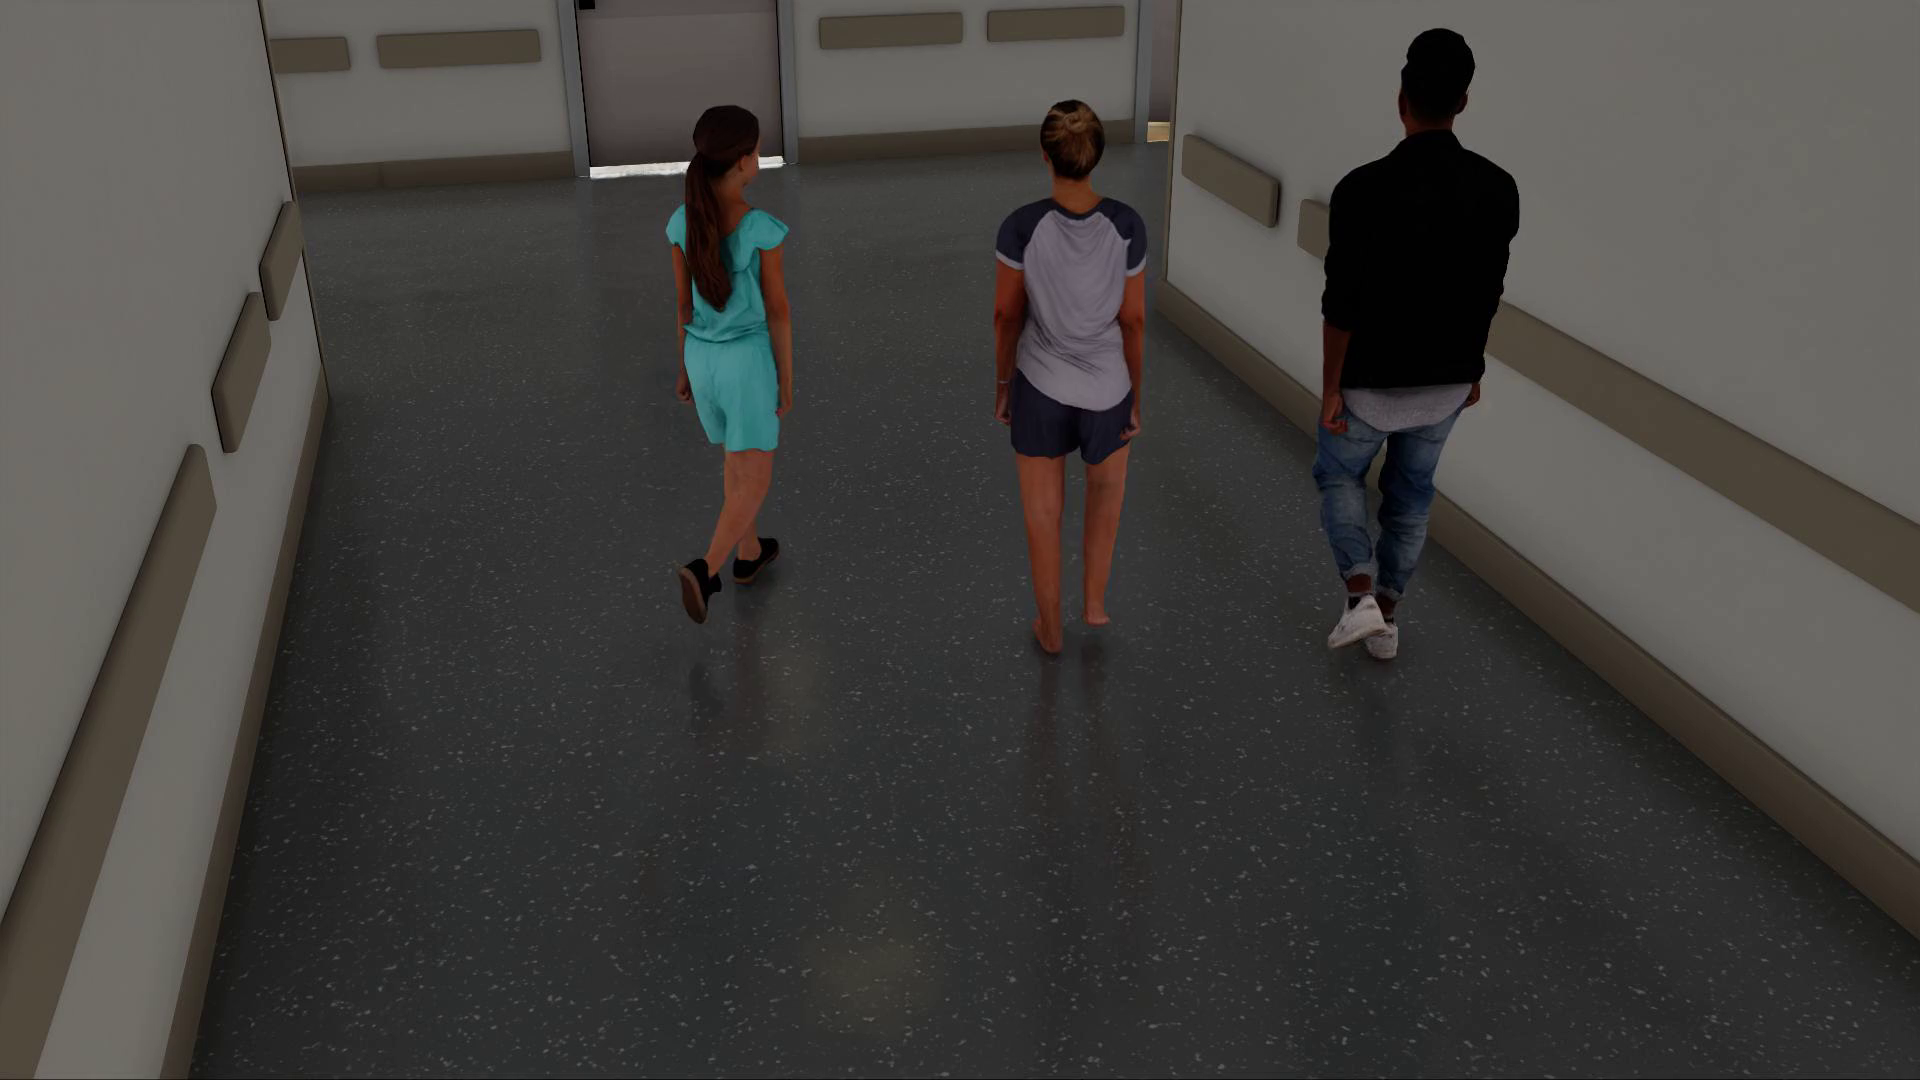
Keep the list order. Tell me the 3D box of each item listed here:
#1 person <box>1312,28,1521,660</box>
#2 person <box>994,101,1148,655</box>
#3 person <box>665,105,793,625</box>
[{"bbox_3d":[1.244,-0.447,4.573,0.742,1.797,0.833,-1,26,-3],"label":"person"},{"bbox_3d":[0.327,-0.379,4.648,0.570,1.610,0.683,-1,26,-1],"label":"person"},{"bbox_3d":[-0.700,-0.479,4.938,0.958,1.538,0.956,10,27,19],"label":"person"}]
